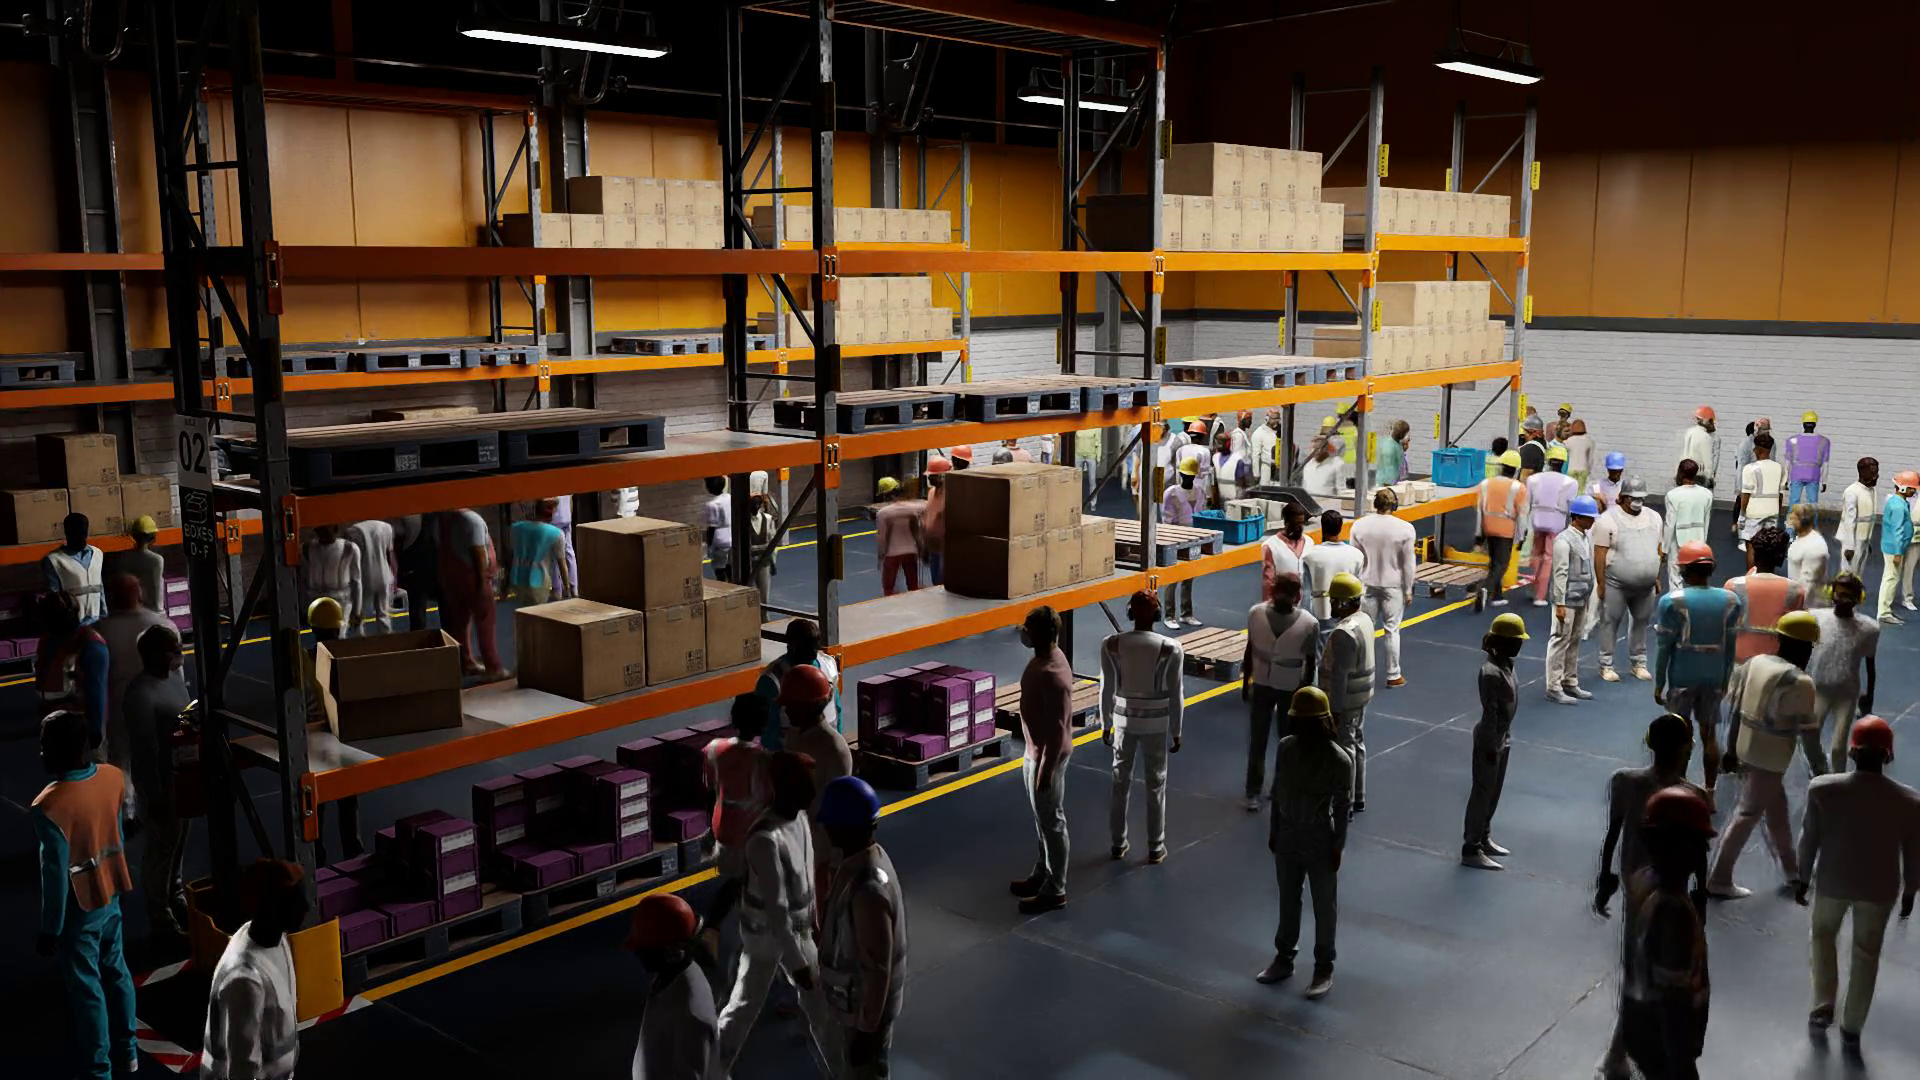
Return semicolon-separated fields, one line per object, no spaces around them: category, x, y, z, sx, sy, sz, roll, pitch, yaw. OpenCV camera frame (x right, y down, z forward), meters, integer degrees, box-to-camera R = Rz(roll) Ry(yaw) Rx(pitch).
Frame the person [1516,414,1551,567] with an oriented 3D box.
person;7.587;-0.669;22.281;0.537;2.000;0.682;9;13;42

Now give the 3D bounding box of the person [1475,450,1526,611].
person;6.261;-0.102;19.367;0.815;1.895;0.598;-9;13;-43

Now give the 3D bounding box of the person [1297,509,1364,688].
person;3.243;0.686;14.599;0.598;1.908;0.401;-2;10;-14

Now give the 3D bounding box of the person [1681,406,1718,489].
person;10.839;-0.970;24.272;0.649;1.969;0.663;-1;10;-5

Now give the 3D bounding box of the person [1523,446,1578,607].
person;7.041;-0.172;19.740;0.591;1.886;0.860;8;12;40

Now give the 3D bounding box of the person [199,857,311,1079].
person;-2.603;2.105;6.323;0.699;1.851;0.610;-2;10;-9

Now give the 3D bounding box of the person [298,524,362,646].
person;-5.733;0.604;15.232;0.576;1.860;0.772;0;10;1

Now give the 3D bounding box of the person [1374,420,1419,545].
person;6.051;-0.738;23.194;1.007;1.866;0.639;6;11;30

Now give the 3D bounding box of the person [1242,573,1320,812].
person;2.345;1.120;12.320;0.600;1.792;0.857;5;11;25

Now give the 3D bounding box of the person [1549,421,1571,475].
person;8.424;-0.774;23.515;0.340;1.840;0.504;8;12;40

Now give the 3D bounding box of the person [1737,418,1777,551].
person;11.199;-0.773;23.347;0.655;1.895;0.400;-4;10;-21

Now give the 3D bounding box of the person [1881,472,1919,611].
person;11.036;0.007;19.438;0.511;1.640;0.308;2;10;10

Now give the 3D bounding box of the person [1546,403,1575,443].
person;9.895;-1.377;27.373;0.535;1.753;0.342;6;11;32

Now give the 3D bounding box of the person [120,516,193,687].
person;-7.606;0.638;15.443;0.529;1.723;0.904;3;10;17

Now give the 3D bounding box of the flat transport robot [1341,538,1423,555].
flat transport robot;5.782;0.032;23.370;0.652;0.197;1.431;-9;13;-42

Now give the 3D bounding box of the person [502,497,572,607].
person;-4.125;0.467;16.229;0.596;1.788;0.689;3;10;18

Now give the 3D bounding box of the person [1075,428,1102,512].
person;2.044;-1.337;27.107;0.525;1.760;0.340;2;10;11

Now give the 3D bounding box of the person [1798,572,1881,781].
person;6.375;1.121;12.137;0.564;1.853;0.510;7;12;36

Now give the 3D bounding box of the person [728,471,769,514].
person;-2.556;-0.228;20.157;0.508;1.872;0.329;-4;10;-21

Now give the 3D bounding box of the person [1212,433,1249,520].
person;3.674;-0.567;22.484;0.826;1.786;0.587;-4;11;-25

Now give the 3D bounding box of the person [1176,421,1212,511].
person;3.183;-0.648;22.485;0.543;1.931;0.371;8;13;41

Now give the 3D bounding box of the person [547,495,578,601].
person;-4.862;-0.190;20.045;0.350;1.837;0.502;6;11;31

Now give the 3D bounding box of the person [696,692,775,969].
person;-1.216;1.666;9.446;0.551;1.658;0.580;5;11;27

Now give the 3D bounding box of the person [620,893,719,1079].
person;-1.084;2.161;6.269;0.347;1.743;0.566;-3;10;-17

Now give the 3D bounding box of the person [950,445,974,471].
person;-0.010;-0.200;19.812;0.366;1.930;0.542;4;10;23

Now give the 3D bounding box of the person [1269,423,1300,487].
person;4.807;-0.893;24.669;0.534;1.690;0.322;-6;11;-32

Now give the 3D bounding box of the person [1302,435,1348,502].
person;4.642;-0.402;21.157;0.662;1.882;0.577;9;13;43

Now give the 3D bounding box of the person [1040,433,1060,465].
person;1.503;-1.411;27.321;0.387;1.838;0.562;-3;10;-20

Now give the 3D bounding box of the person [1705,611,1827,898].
person;5.228;1.373;10.573;0.982;1.874;0.598;-1;10;-4

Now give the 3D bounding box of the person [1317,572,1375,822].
person;2.812;1.139;12.149;0.404;1.824;0.586;5;11;26

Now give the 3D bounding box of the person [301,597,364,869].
person;-4.063;1.317;10.756;0.587;1.930;0.358;-9;13;-43

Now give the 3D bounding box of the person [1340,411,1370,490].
person;6.436;-1.278;27.058;0.839;1.638;0.552;-6;11;-34

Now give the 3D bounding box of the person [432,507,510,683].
person;-4.776;0.356;16.161;0.693;2.000;0.541;7;12;35

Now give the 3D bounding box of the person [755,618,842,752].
person;-0.999;1.392;10.622;0.631;1.831;0.429;-9;13;-44

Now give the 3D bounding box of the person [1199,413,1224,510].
person;3.751;-1.195;25.463;0.613;2.029;0.409;4;10;24

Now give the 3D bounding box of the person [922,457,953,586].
person;-0.203;0.089;17.946;0.457;1.982;0.639;-6;11;-30

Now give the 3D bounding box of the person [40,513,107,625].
person;-7.652;0.708;14.444;0.391;1.913;0.587;3;10;18

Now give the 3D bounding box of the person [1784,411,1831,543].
person;12.205;-0.898;24.014;0.586;1.918;0.382;5;11;26

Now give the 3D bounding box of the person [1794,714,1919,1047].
person;4.682;1.756;8.679;0.589;1.737;0.453;5;11;25

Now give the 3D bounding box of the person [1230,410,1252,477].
person;4.199;-1.023;24.889;0.365;1.879;0.583;2;10;11
